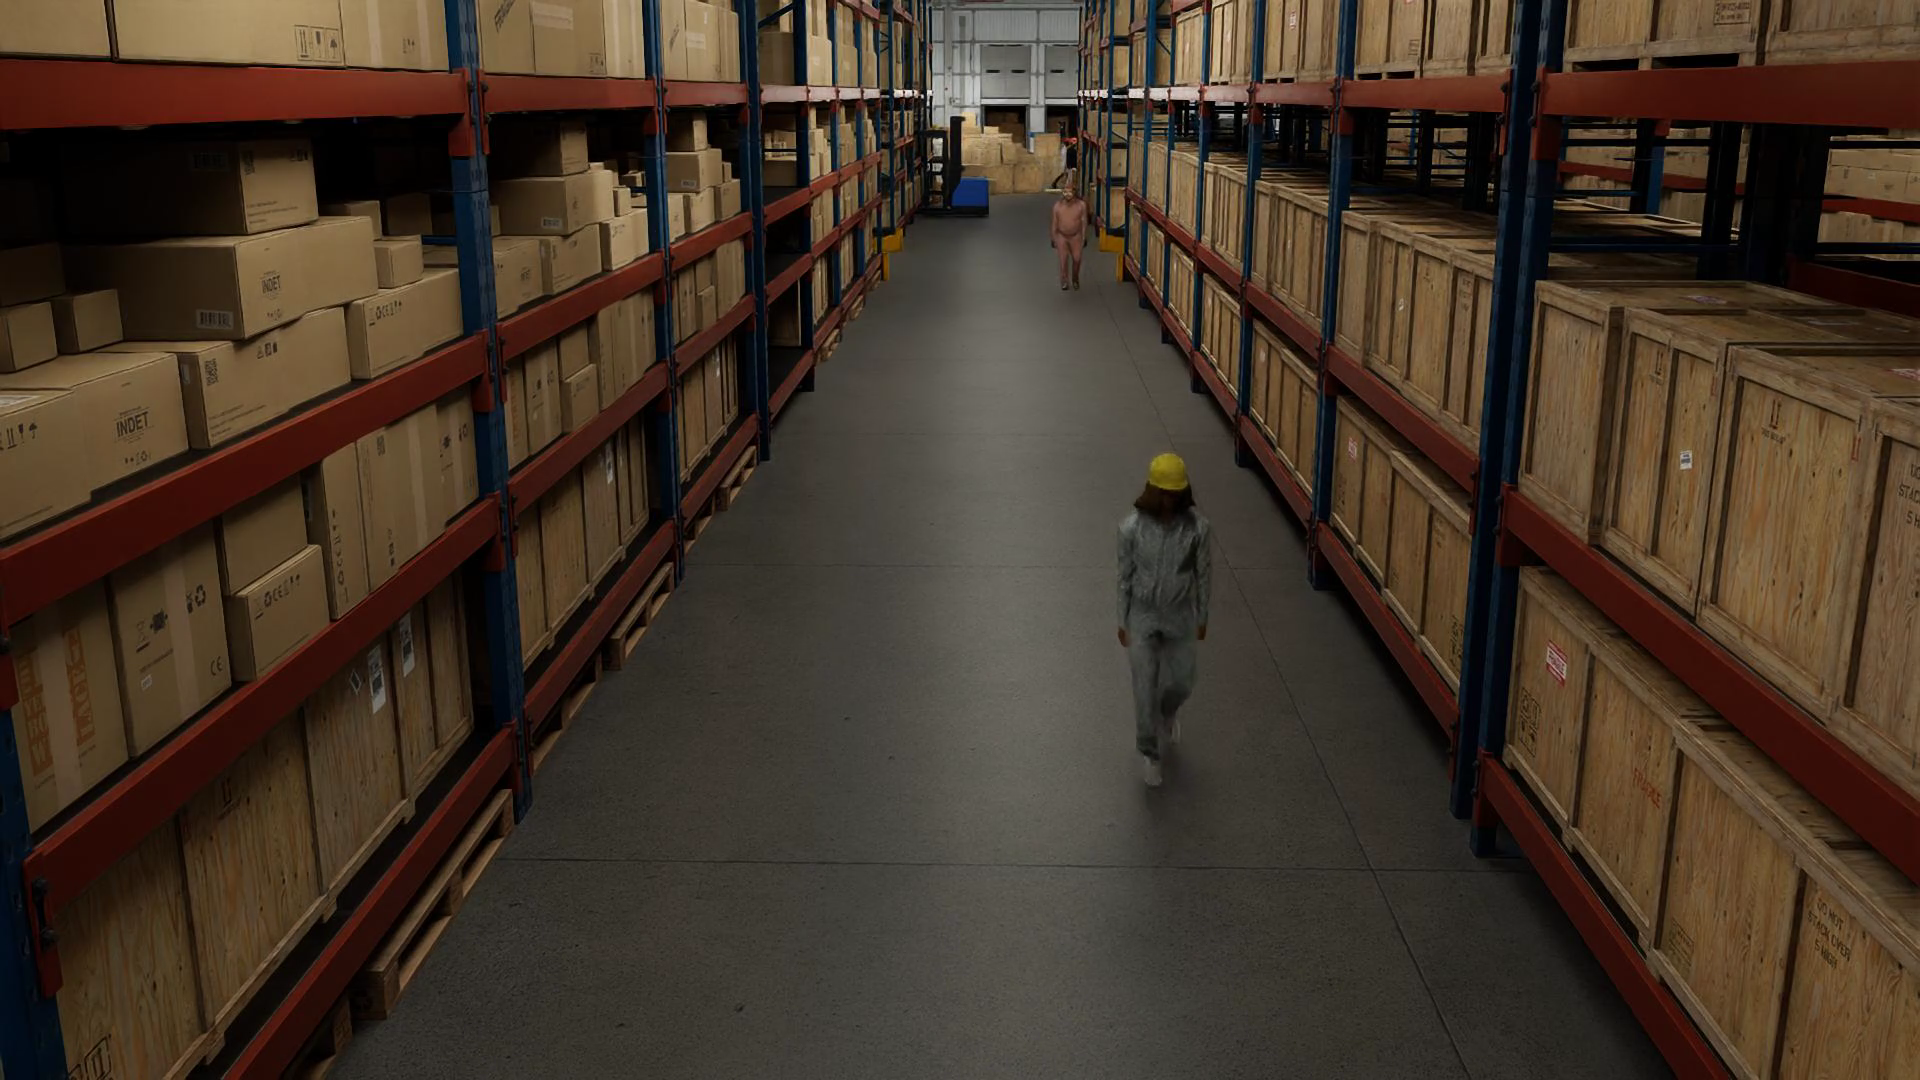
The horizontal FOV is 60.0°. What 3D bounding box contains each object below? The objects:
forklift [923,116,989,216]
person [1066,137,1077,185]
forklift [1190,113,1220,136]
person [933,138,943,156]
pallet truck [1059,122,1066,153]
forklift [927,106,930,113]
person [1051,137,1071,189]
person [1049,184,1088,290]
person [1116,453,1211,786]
[{"bbox_3d":[-0.099,-10.752,47.794,1.873,2.768,1.129,0,15,2],"label":"forklift"},{"bbox_3d":[3.860,-12.785,57.041,0.381,1.994,0.621,-8,17,-27],"label":"person"},{"bbox_3d":[7.958,-12.512,54.345,1.129,2.768,1.873,0,15,1],"label":"forklift"},{"bbox_3d":[-0.936,-15.950,68.921,0.635,1.937,0.354,4,15,14],"label":"person"},{"bbox_3d":[5.788,-21.111,88.014,1.885,1.965,0.823,5,16,18],"label":"pallet truck"},{"bbox_3d":[-2.001,-20.667,84.687,1.129,2.768,1.873,0,15,2],"label":"forklift"},{"bbox_3d":[3.826,-13.817,61.048,0.889,1.913,0.539,6,16,22],"label":"person"},{"bbox_3d":[1.941,-5.411,29.799,0.687,1.888,0.570,1,15,4],"label":"person"},{"bbox_3d":[1.035,0.372,8.585,0.490,1.727,0.519,-1,15,-2],"label":"person"}]
